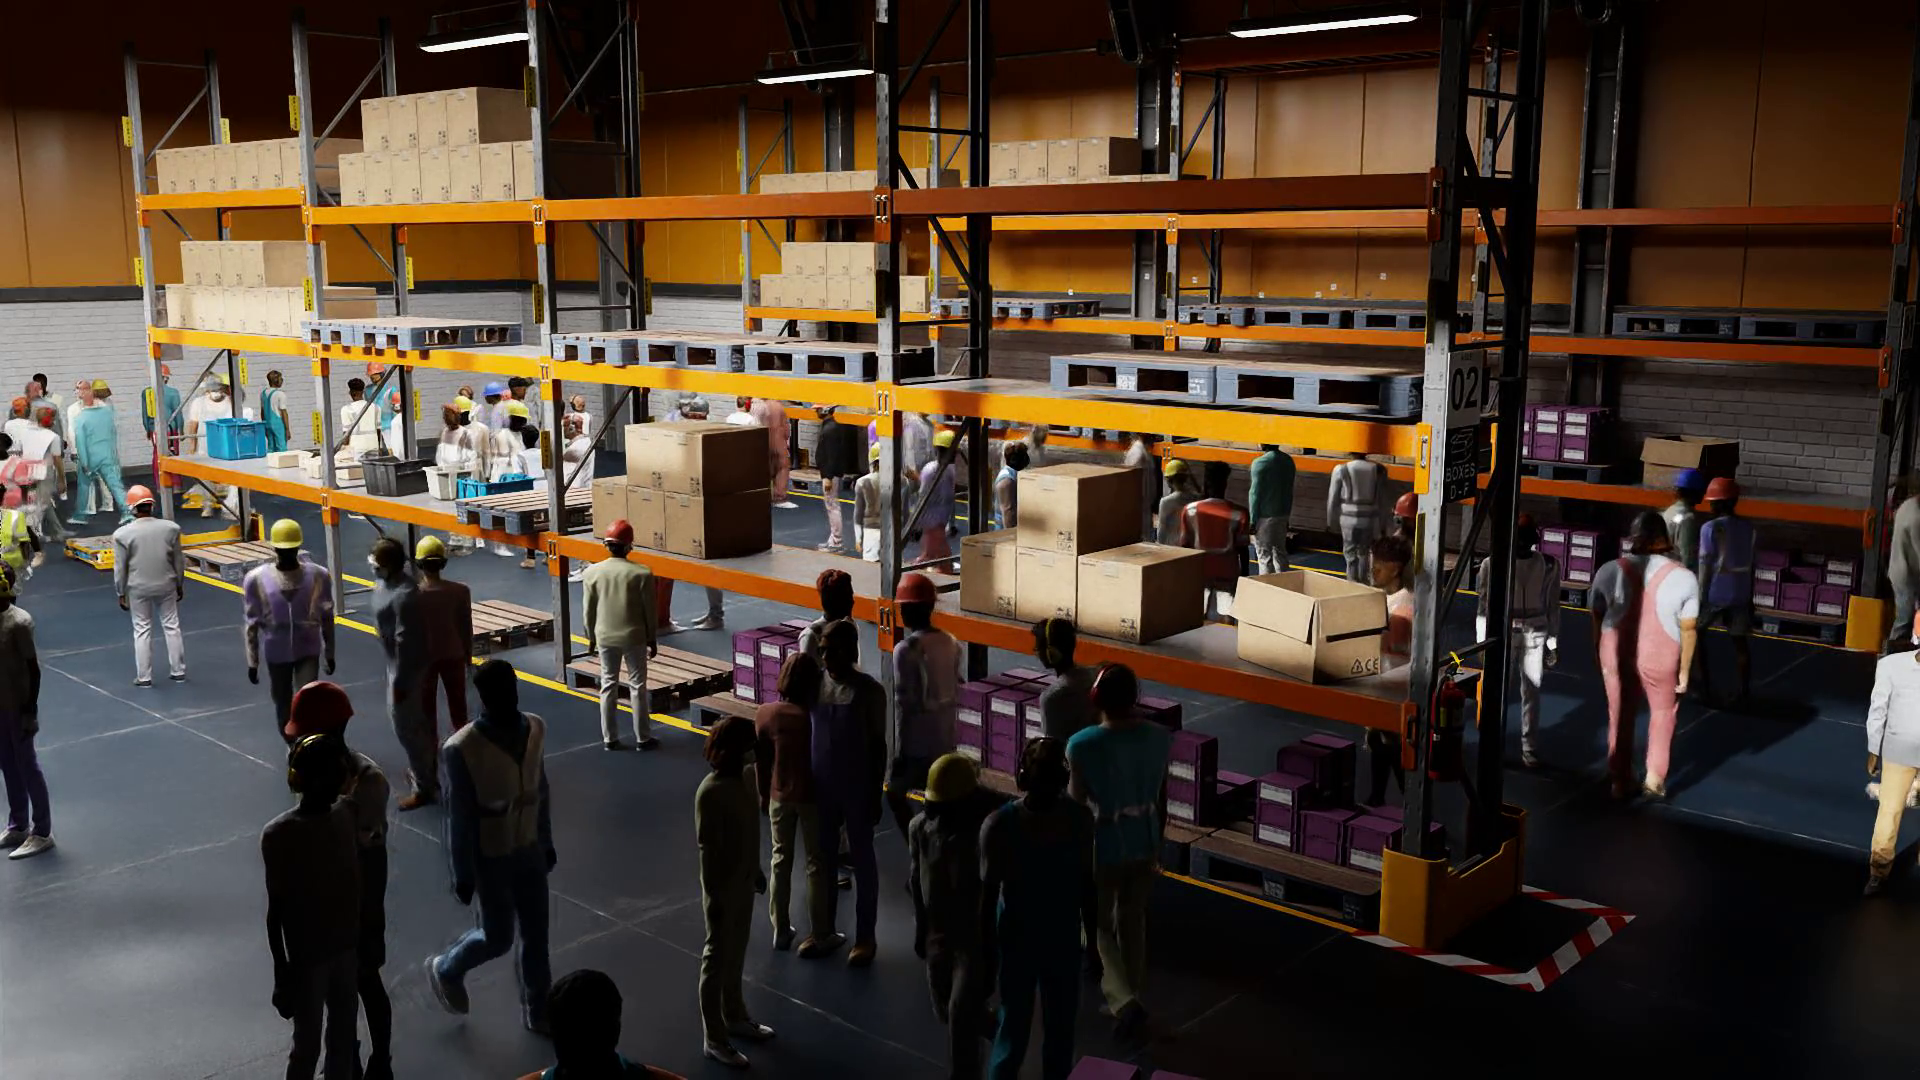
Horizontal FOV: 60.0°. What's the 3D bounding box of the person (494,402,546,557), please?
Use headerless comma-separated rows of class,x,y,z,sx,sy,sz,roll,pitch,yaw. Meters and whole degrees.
person,-5.336,-0.714,20.156,0.886,1.880,0.629,5,11,25

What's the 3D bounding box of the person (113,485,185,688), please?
person,-6.975,0.393,14.312,0.568,1.743,0.351,-9,13,-41

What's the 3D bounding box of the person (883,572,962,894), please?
person,-0.203,1.145,9.622,0.525,1.905,0.561,9,13,41

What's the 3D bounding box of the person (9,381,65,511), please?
person,-12.991,-1.310,23.441,0.679,1.863,0.440,-3,10,-15

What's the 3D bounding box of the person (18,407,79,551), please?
person,-11.456,-0.771,20.799,0.626,1.775,0.954,3,10,17

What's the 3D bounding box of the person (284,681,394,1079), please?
person,-2.725,1.546,7.277,0.543,1.929,0.386,6,12,32

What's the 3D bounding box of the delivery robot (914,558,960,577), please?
delivery robot,-0.212,0.338,17.712,0.477,0.478,0.707,-5,11,-26

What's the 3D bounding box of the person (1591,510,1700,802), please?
person,4.640,0.774,11.317,0.688,2.000,0.540,5,11,28

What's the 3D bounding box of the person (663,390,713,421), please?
person,-3.442,-0.950,21.062,0.712,2.000,0.536,0,10,1

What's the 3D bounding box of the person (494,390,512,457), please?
person,-6.491,-1.279,23.772,0.353,1.741,0.567,-5,11,-26

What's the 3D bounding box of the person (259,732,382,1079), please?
person,-2.559,1.677,6.710,0.311,1.864,0.533,4,11,23

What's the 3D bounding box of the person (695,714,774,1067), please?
person,-1.055,1.606,7.759,0.279,1.634,0.499,3,11,18

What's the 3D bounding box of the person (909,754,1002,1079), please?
person,0.065,1.676,7.147,0.504,1.704,0.702,6,12,32

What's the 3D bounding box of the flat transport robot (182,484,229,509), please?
flat transport robot,-10.966,-0.660,24.426,0.652,0.197,1.431,-3,10,-16

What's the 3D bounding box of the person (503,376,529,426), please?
person,-6.207,-1.310,23.314,0.374,1.963,0.608,-8,13,-39

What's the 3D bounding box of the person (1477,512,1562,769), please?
person,4.039,0.727,12.052,0.582,1.878,0.342,1,10,8

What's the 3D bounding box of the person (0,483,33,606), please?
person,-8.735,0.289,15.162,0.531,1.652,0.838,-9,14,-42

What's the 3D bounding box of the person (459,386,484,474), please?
person,-7.593,-1.568,25.725,0.518,1.631,0.314,1,10,8

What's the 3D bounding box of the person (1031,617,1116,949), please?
person,0.620,1.304,8.868,0.416,1.845,0.577,8,13,39

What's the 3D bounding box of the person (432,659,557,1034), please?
person,-2.209,1.456,7.885,0.690,1.896,0.627,5,11,28

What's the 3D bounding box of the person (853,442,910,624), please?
person,-0.786,-0.071,16.722,0.593,1.824,0.405,-4,11,-21

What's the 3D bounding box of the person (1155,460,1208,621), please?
person,2.181,0.085,16.111,0.531,1.721,0.776,-10,14,-44

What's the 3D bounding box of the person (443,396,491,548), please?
person,-6.165,-0.841,20.785,0.590,1.920,0.388,-1,10,-5

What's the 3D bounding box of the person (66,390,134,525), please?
person,-11.680,-1.112,22.514,0.998,1.861,0.653,4,11,23

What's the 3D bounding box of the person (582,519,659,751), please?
person,-2.528,0.712,12.470,0.562,1.753,0.333,1,10,7

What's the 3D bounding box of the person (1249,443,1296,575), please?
person,3.235,-0.230,17.320,0.628,1.932,0.371,-9,14,-42

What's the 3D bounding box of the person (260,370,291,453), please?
person,-10.695,-1.731,26.030,0.517,1.843,0.325,5,11,25

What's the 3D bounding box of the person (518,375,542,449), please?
person,-7.292,-2.029,28.042,0.494,1.730,0.324,1,10,5

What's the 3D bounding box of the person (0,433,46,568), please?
person,-10.998,-0.436,19.266,0.534,1.652,0.884,1,10,7

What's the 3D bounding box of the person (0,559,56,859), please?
person,-5.905,1.037,10.312,0.532,1.870,0.319,6,12,31

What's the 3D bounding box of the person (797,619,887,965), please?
person,-0.629,1.318,8.790,0.507,1.846,0.344,4,11,21

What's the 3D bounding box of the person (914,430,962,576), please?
person,-0.310,-0.221,17.395,0.873,1.890,0.586,4,11,21

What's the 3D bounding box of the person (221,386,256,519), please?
person,-10.120,-1.224,23.186,0.598,1.854,0.707,5,11,25

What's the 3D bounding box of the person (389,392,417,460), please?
person,-7.779,-1.191,23.231,0.336,1.753,0.564,2,10,9

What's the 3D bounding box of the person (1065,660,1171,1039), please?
person,0.767,1.488,7.873,0.574,1.828,0.477,-4,11,-23

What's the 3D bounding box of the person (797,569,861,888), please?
person,-0.740,1.103,9.901,0.356,1.883,0.573,4,11,23
